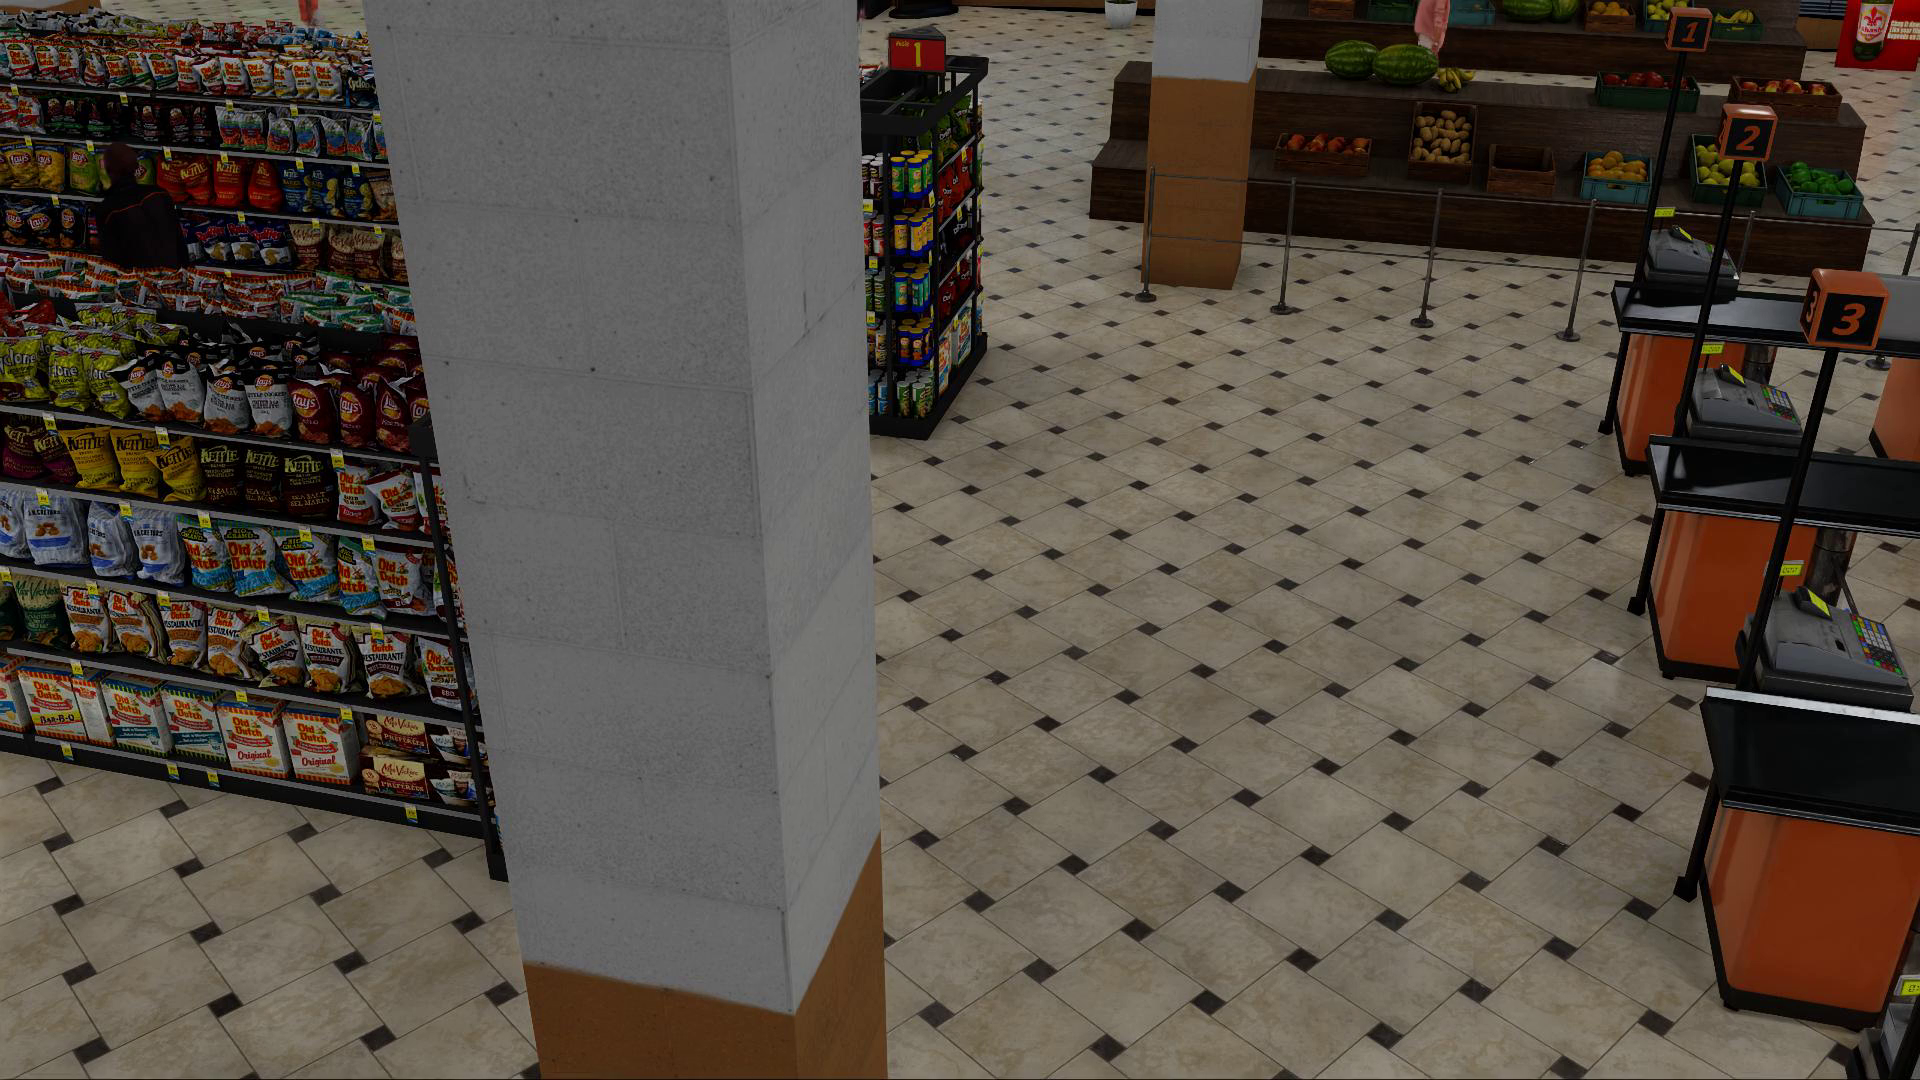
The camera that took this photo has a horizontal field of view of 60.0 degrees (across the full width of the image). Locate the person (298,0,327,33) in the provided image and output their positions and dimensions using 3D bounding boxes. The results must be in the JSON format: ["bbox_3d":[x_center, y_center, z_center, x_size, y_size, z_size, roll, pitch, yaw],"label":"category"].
[{"bbox_3d":[-7.076,-5.725,18.232,0.587,1.310,0.550,-7,29,-12],"label":"person"}]

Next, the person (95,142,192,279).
[{"bbox_3d":[-4.800,-1.473,9.907,0.708,1.825,0.763,16,33,27],"label":"person"}]
